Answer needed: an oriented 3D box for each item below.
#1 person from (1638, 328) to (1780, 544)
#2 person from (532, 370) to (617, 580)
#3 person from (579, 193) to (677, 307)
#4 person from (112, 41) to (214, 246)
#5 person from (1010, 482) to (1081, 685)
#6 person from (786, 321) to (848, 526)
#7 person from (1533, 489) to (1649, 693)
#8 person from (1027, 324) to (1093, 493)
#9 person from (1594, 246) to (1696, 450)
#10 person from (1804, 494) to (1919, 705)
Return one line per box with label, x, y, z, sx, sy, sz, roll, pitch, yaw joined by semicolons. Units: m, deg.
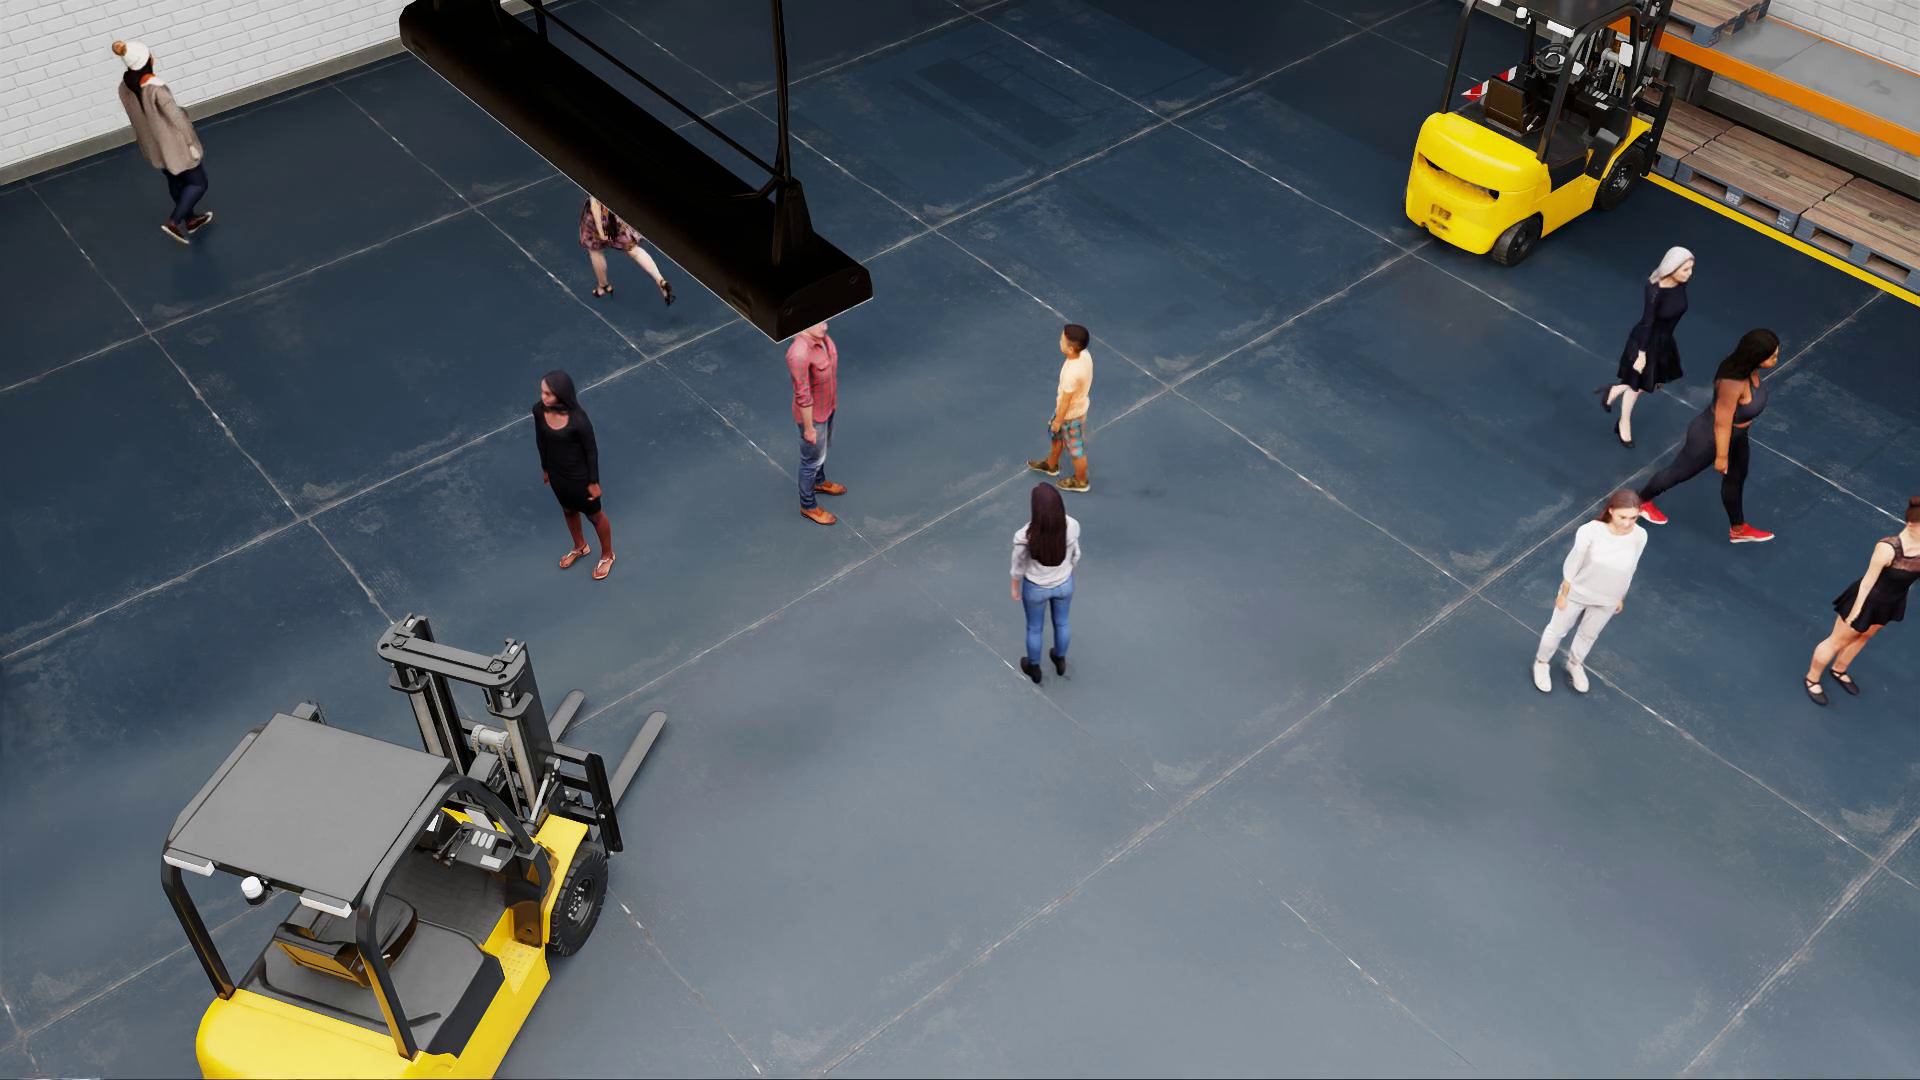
person;5.166;-0.742;11.555;1.273;1.763;0.888;27;50;26
person;-2.625;-0.451;11.280;0.580;1.721;0.737;18;47;18
person;-2.777;-2.583;13.503;1.198;1.742;0.930;18;47;18
person;-6.861;-3.370;14.234;0.963;1.873;0.967;17;46;17
person;0.568;0.291;10.566;0.664;1.631;0.642;-12;45;-12
person;-1.026;-0.945;11.720;0.787;1.830;0.760;7;44;8
person;3.990;0.306;10.511;0.678;1.686;0.724;0;44;0
person;0.877;-0.929;11.979;0.839;1.449;0.755;10;44;10
person;5.038;-1.456;12.324;0.662;1.736;0.791;-25;49;-24
person;5.753;0.370;10.449;0.650;1.679;0.652;-15;46;-15
